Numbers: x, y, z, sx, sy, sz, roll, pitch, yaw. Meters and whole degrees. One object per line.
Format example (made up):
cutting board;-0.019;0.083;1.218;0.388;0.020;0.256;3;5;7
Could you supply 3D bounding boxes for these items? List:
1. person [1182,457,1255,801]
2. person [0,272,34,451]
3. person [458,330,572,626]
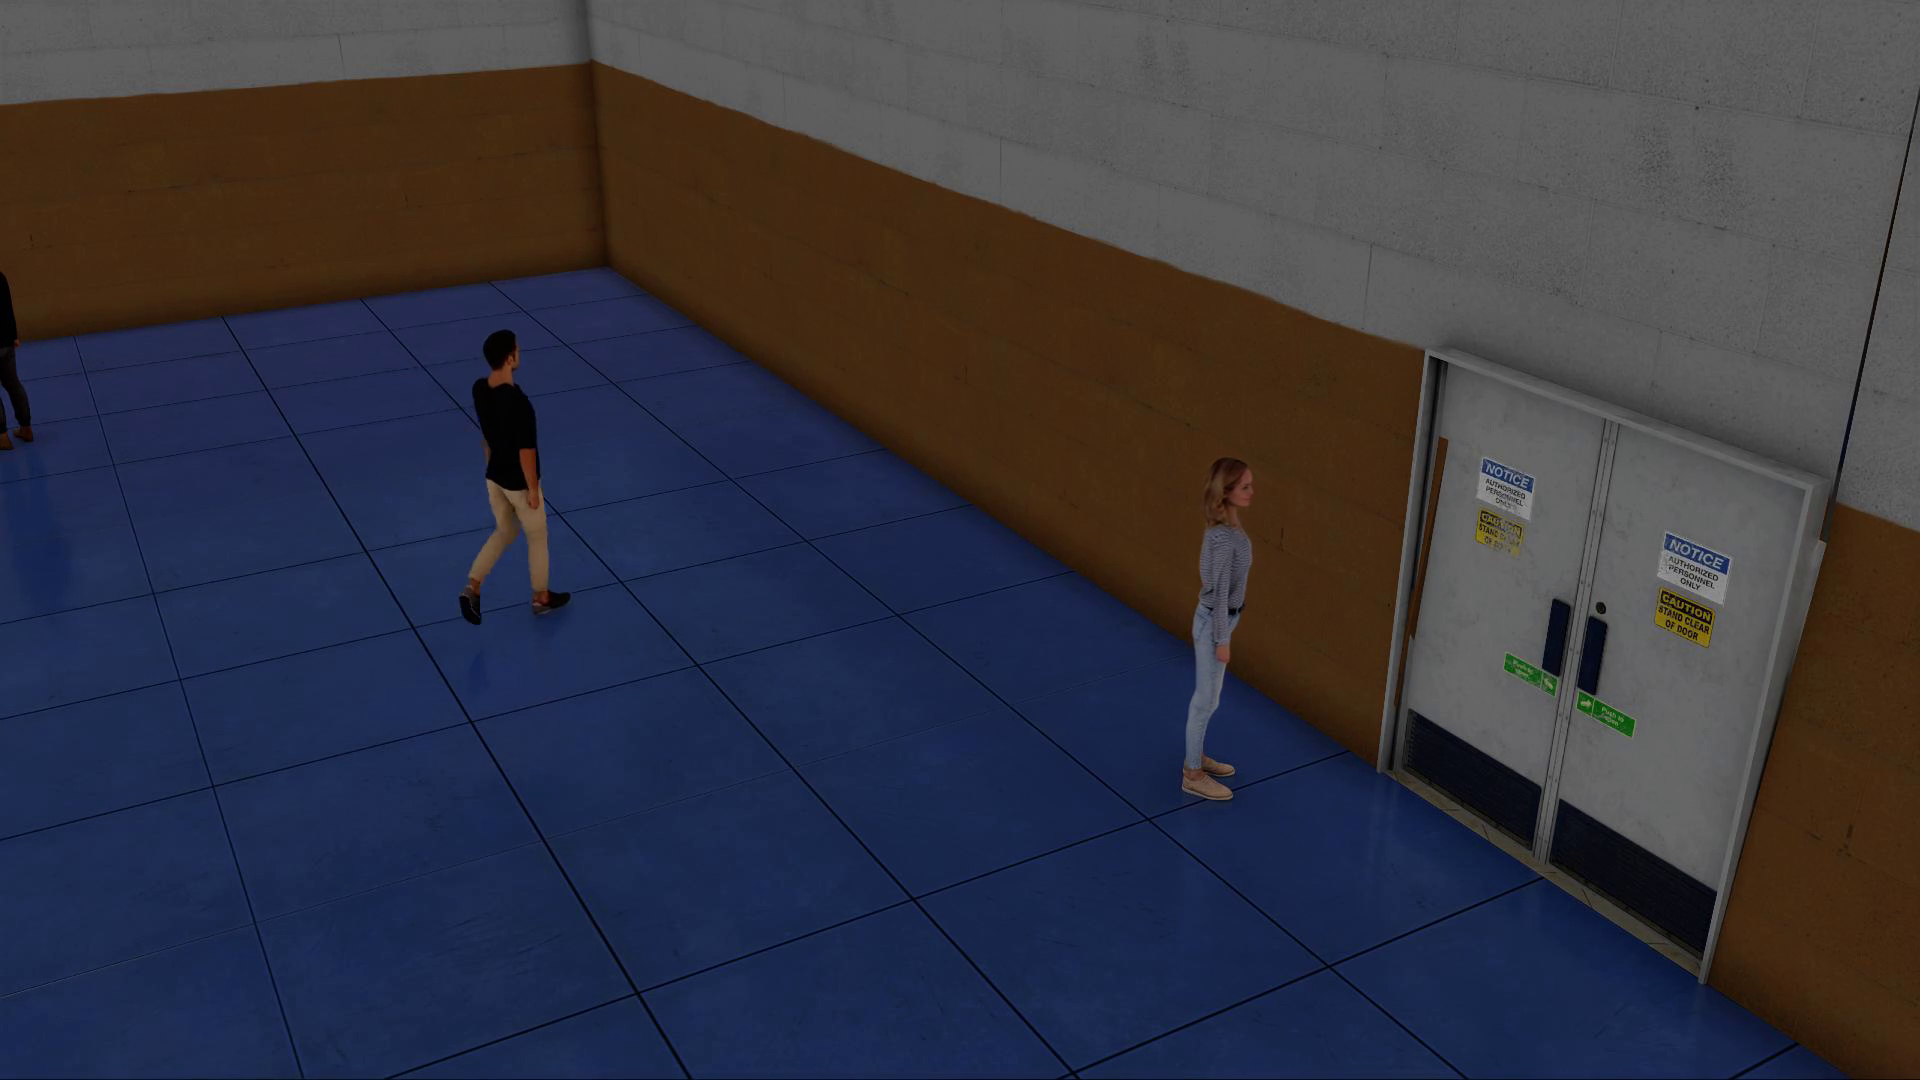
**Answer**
person;1.274;0.430;8.258;0.699;1.795;0.651;5;24;11
person;-7.541;-1.556;12.888;0.787;1.723;0.677;11;26;23
person;-2.732;-0.329;9.905;0.921;1.840;1.115;16;28;33
